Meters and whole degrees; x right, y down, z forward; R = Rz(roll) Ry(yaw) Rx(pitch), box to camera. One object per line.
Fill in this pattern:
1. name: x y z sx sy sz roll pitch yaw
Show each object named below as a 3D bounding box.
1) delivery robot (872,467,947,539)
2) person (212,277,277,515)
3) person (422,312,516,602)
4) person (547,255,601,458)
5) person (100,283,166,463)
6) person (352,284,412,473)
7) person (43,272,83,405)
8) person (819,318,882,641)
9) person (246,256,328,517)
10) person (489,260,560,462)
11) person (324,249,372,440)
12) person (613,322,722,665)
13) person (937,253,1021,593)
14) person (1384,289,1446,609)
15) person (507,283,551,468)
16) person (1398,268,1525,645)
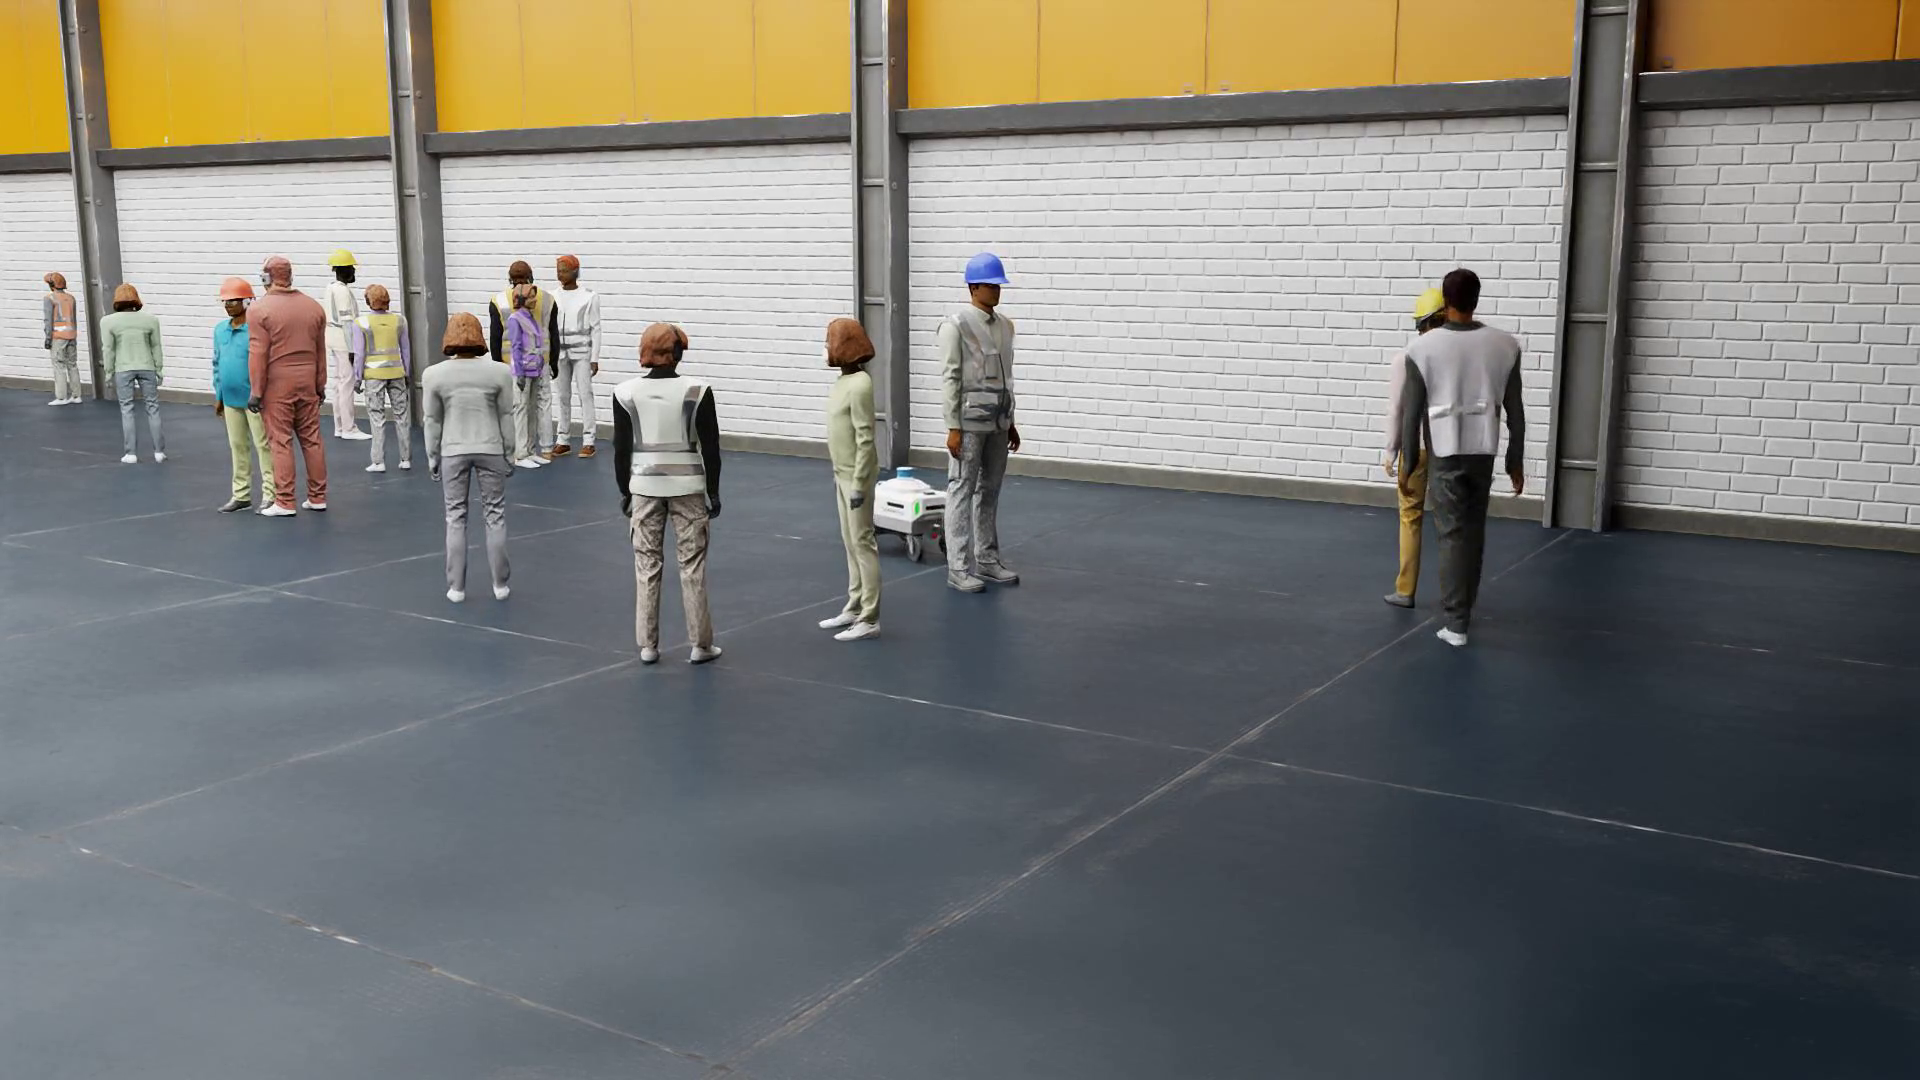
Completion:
1. delivery robot: -0.354 -0.228 10.750 0.477 0.478 0.707 -8 13 -37
2. person: -5.292 -1.061 12.300 0.560 1.753 0.329 3 11 17
3. person: -2.744 -0.461 9.341 0.492 1.625 0.280 -3 11 -14
4. person: -3.623 -1.704 15.512 0.574 1.883 0.355 2 10 13
5. person: -7.532 -1.517 15.163 0.501 1.632 0.292 -7 13 -35
6. person: -5.033 -1.404 14.516 0.514 1.642 0.310 -9 14 -41
7. person: -11.041 -2.471 20.463 0.313 1.631 0.526 2 10 10
8. person: -0.554 -0.306 8.454 0.284 1.633 0.501 -3 11 -16
9. person: -4.964 -1.125 12.240 0.404 1.904 0.651 6 12 30
10. person: -3.951 -1.609 15.111 0.633 1.838 0.429 -5 11 -27
11. person: -6.244 -1.981 16.912 0.366 1.930 0.584 -7 12 -33
12. person: -1.387 -0.213 7.924 0.513 1.639 0.311 1 10 4
13. person: 0.123 -0.683 9.669 0.388 1.949 0.602 9 13 40
14. person: 2.584 -0.494 9.160 0.529 1.760 0.336 -1 10 -7
15. person: -3.871 -1.467 14.868 0.310 1.642 0.514 1 10 5
16. person: 2.560 -0.433 8.490 0.620 1.911 0.568 -1 10 -4
